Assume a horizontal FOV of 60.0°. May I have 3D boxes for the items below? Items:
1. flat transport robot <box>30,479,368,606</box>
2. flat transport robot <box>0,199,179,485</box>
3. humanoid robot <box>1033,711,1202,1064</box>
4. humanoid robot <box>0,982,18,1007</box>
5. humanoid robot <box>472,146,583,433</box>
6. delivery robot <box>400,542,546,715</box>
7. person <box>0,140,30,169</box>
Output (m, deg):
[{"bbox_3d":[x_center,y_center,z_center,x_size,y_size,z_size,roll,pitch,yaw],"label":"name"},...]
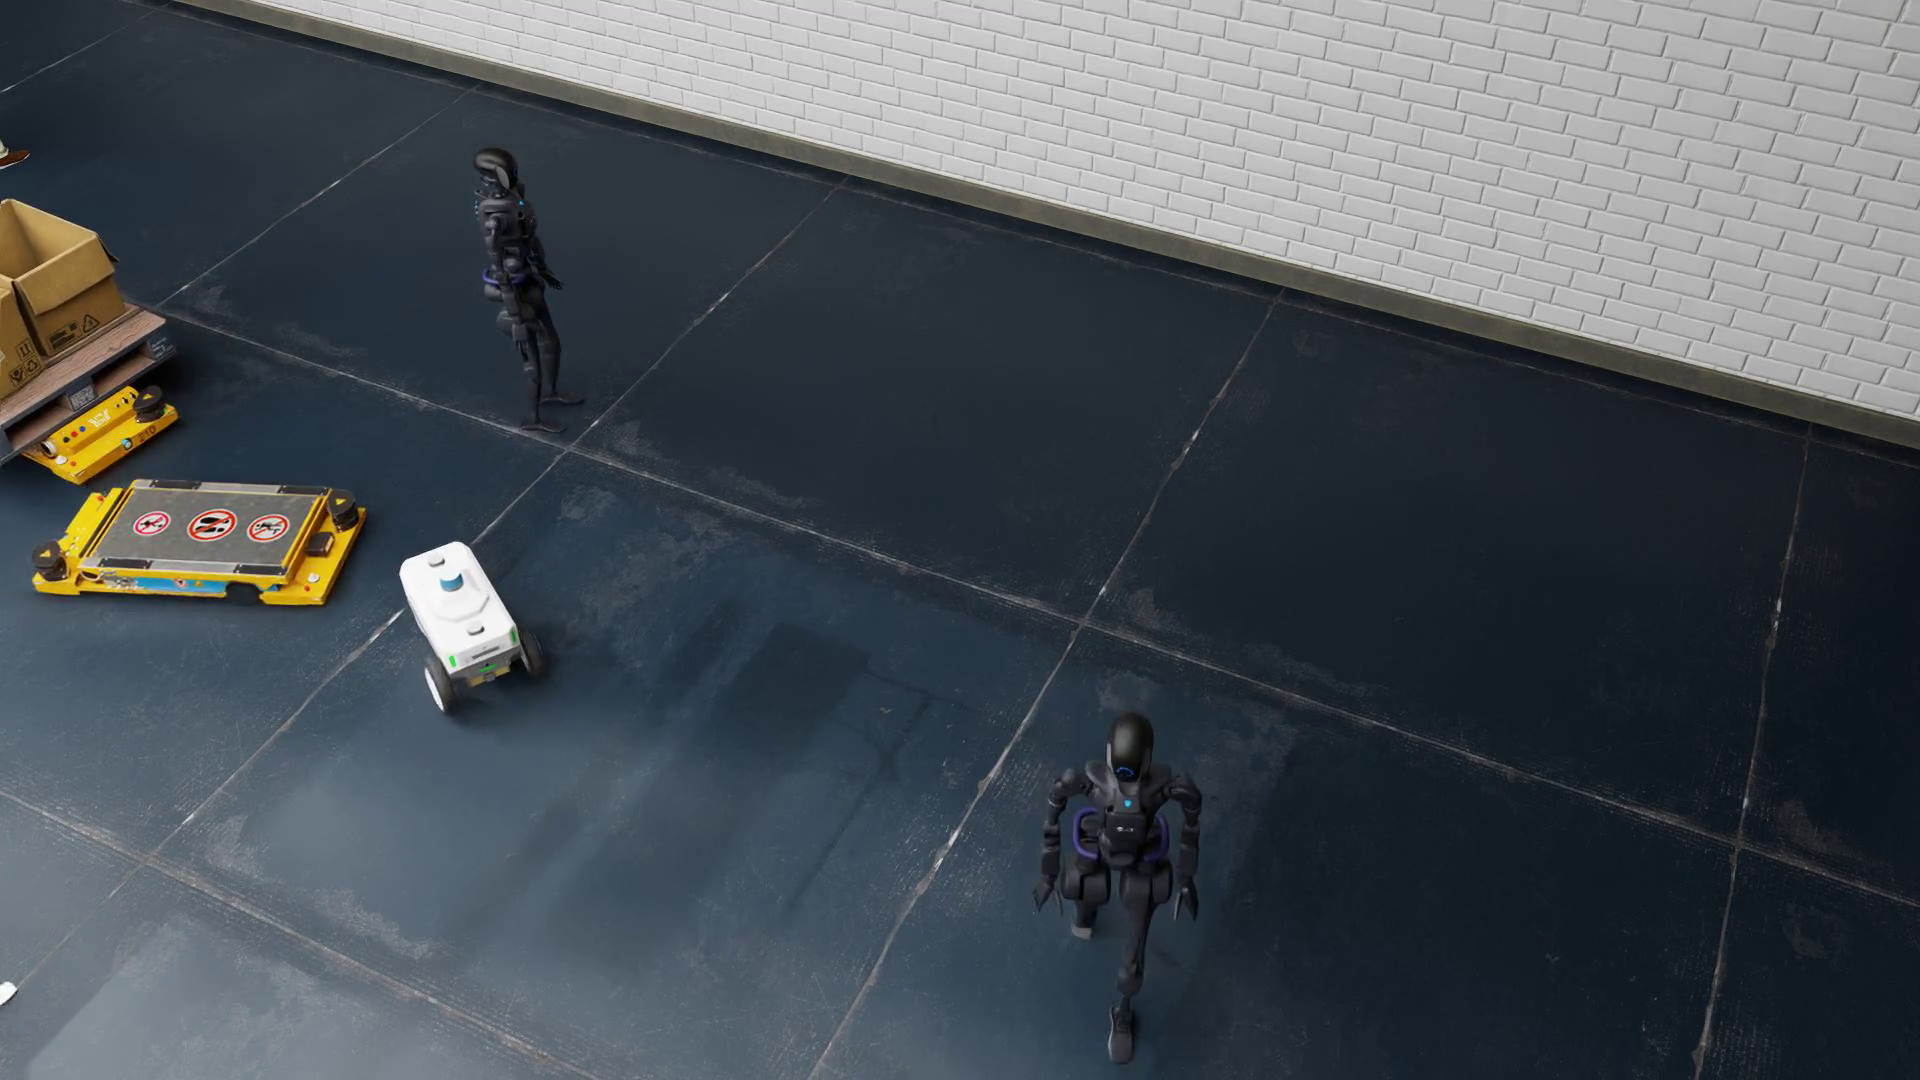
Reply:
[{"bbox_3d":[-3.758,0.009,8.245,1.431,0.231,0.659,3,43,3],"label":"flat transport robot"},{"bbox_3d":[-5.038,-0.779,9.096,1.431,0.231,0.659,22,47,22],"label":"flat transport robot"},{"bbox_3d":[0.572,1.144,6.016,0.609,1.640,0.740,2,43,2],"label":"humanoid robot"},{"bbox_3d":[-4.024,1.416,5.670,0.530,1.773,0.985,29,50,28],"label":"humanoid robot"},{"bbox_3d":[-2.254,-1.289,8.605,0.328,1.653,0.589,1,43,2],"label":"humanoid robot"},{"bbox_3d":[-2.286,0.363,7.645,0.499,0.584,0.783,-23,48,-23],"label":"delivery robot"},{"bbox_3d":[-6.506,-3.158,10.657,0.506,1.631,0.265,12,44,13],"label":"person"}]
